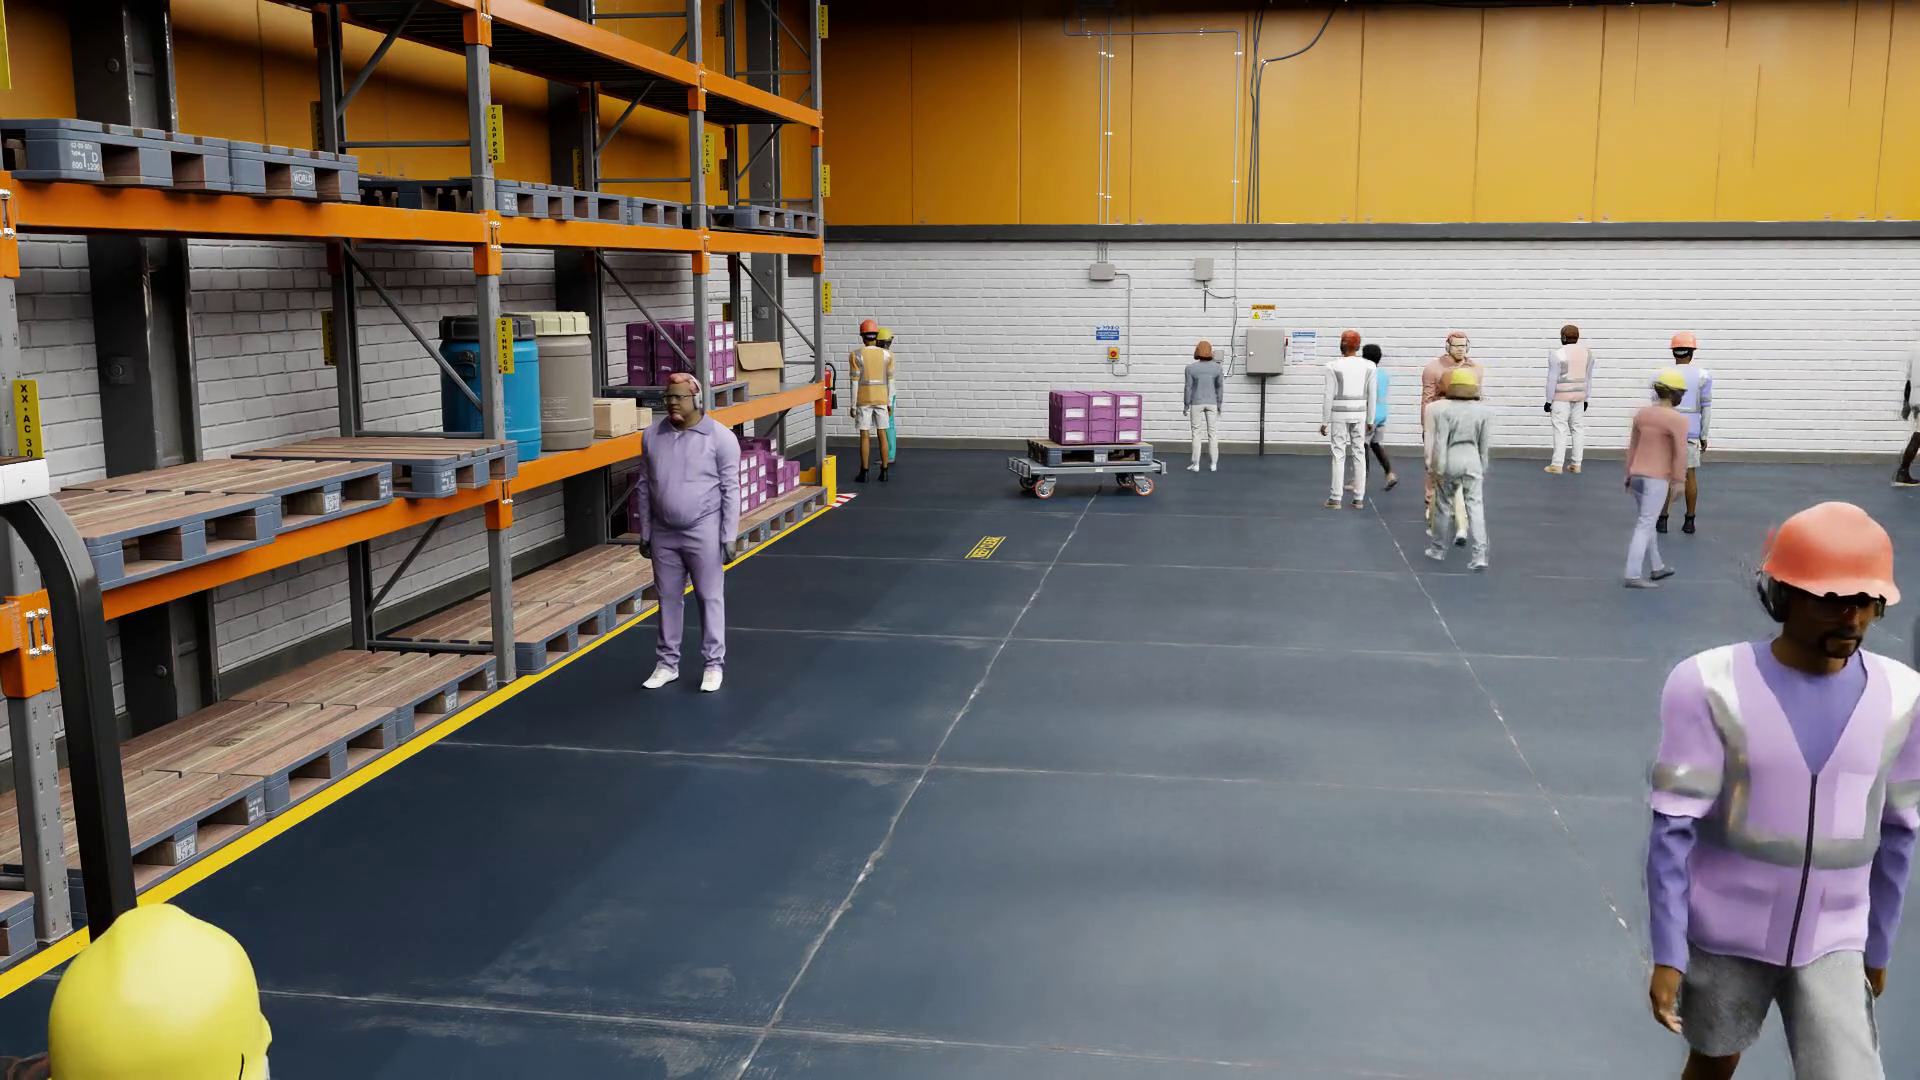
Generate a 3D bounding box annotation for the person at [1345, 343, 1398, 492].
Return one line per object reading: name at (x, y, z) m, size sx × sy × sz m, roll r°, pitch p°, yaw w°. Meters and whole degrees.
person at (4.667, -1.379, 18.821) m, size 0.429 × 1.696 × 0.573 m, roll 8°, pitch 12°, yaw 42°

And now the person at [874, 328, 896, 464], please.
person at (-0.985, -1.861, 21.573) m, size 0.313 × 1.767 × 0.533 m, roll 1°, pitch 9°, yaw 4°

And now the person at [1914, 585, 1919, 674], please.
person at (4.014, 0.528, 6.412) m, size 0.637 × 1.916 × 0.850 m, roll 8°, pitch 12°, yaw 39°

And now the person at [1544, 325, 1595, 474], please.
person at (7.507, -1.739, 20.590) m, size 0.624 × 1.844 × 0.430 m, roll -2°, pitch 10°, yaw -15°

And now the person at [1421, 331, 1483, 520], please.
person at (4.948, -1.138, 16.685) m, size 0.651 × 1.904 × 0.403 m, roll -1°, pitch 9°, yaw -9°

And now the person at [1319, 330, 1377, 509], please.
person at (4.085, -1.264, 17.525) m, size 0.600 × 1.880 × 0.356 m, roll -1°, pitch 9°, yaw -8°

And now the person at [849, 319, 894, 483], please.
person at (-1.056, -1.642, 19.700) m, size 0.544 × 1.935 × 0.361 m, roll -3°, pitch 10°, yaw -20°

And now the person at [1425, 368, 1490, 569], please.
person at (4.268, -0.614, 14.128) m, size 0.488 × 1.691 × 0.910 m, roll -1°, pitch 9°, yaw -5°

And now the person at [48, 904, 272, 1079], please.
person at (-0.833, 1.297, 1.881) m, size 0.588 × 1.835 × 0.403 m, roll -4°, pitch 10°, yaw -23°

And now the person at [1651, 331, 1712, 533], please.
person at (6.865, -1.025, 15.910) m, size 0.551 × 1.929 × 0.376 m, roll 2°, pitch 9°, yaw 9°

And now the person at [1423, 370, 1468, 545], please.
person at (4.528, -0.765, 15.342) m, size 0.501 × 1.596 × 0.837 m, roll 1°, pitch 9°, yaw 4°

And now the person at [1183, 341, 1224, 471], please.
person at (3.046, -1.663, 20.789) m, size 0.513 × 1.629 × 0.281 m, roll -1°, pitch 9°, yaw -4°

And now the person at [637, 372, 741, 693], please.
person at (-1.633, -0.042, 9.914) m, size 0.639 × 1.911 × 0.402 m, roll 3°, pitch 10°, yaw 16°

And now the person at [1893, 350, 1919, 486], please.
person at (11.353, -1.573, 19.303) m, size 0.985 × 1.914 × 0.619 m, roll -1°, pitch 9°, yaw -5°

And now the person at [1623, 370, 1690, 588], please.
person at (5.579, -0.485, 13.247) m, size 0.736 × 1.720 × 0.552 m, roll -4°, pitch 10°, yaw -21°

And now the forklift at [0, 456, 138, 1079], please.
forklift at (-2.328, 0.975, 2.765) m, size 2.313 × 2.155 × 1.214 m, roll 1°, pitch 9°, yaw 9°

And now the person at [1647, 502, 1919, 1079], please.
person at (1.880, 0.908, 3.780) m, size 0.637 × 1.986 × 1.030 m, roll 1°, pitch 9°, yaw 8°
